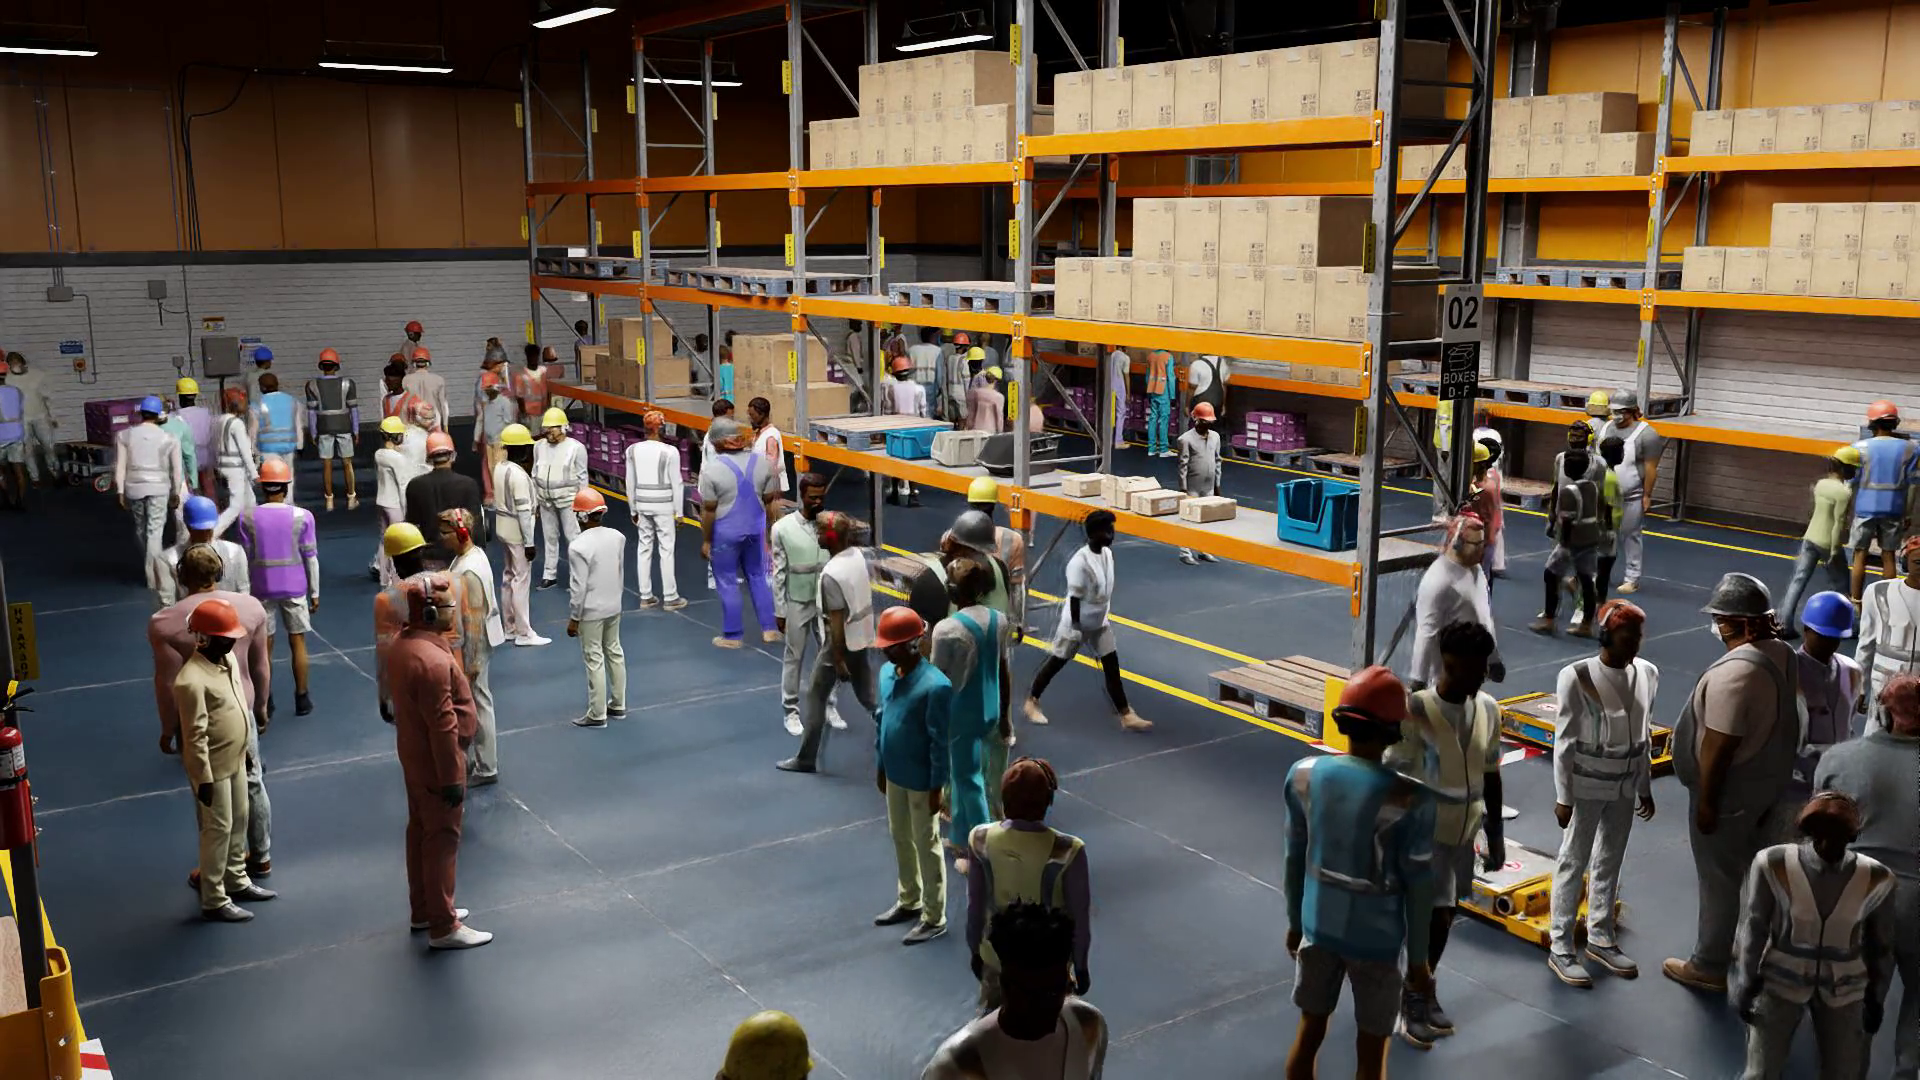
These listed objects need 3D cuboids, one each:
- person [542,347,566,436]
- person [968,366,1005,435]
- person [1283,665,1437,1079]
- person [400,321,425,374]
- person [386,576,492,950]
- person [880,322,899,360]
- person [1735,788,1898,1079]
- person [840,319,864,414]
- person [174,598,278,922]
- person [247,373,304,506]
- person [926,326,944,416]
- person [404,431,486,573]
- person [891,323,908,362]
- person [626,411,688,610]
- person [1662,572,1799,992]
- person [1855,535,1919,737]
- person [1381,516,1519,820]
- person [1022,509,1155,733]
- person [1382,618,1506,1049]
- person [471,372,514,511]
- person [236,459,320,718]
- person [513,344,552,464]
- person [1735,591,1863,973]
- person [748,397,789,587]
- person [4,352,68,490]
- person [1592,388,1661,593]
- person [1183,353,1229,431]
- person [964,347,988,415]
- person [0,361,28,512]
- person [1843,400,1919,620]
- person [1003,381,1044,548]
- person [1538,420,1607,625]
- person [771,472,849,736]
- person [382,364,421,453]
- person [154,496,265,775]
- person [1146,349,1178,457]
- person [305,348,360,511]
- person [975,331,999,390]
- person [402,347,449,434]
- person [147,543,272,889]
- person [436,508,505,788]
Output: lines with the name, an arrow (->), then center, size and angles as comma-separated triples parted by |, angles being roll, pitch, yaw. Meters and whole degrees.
person -> -6.490, -2.258, 26.455 | 0.286, 1.631, 0.501 | 8, 13, 35
person -> 0.323, -1.415, 21.864 | 0.570, 1.727, 0.563 | 9, 14, 40
person -> 1.517, 1.477, 6.341 | 0.609, 2.032, 0.435 | 10, 15, 43
person -> -8.922, -2.582, 27.221 | 0.411, 1.985, 0.611 | 1, 11, 3
person -> -2.649, 1.121, 8.460 | 0.405, 1.906, 0.652 | -7, 13, -33
person -> -1.340, -3.098, 30.260 | 0.403, 1.826, 0.591 | -8, 13, -34
person -> 3.207, 1.688, 6.280 | 0.536, 1.625, 0.523 | 4, 12, 19
person -> -2.005, -3.224, 30.927 | 0.439, 1.818, 0.653 | -3, 11, -14
person -> -3.871, 1.151, 8.746 | 0.355, 1.737, 0.573 | -1, 11, -3
person -> -8.292, -1.109, 20.088 | 0.557, 1.821, 0.650 | 10, 15, 42
person -> -0.466, -3.226, 30.915 | 0.429, 1.836, 0.632 | -4, 12, -18
person -> -4.205, 0.104, 13.560 | 0.661, 1.954, 0.814 | -2, 11, -10
person -> -1.123, -3.136, 30.397 | 0.389, 1.847, 0.563 | -2, 11, -13
person -> -2.860, -0.274, 15.664 | 0.576, 1.881, 0.354 | 4, 12, 21
person -> 3.702, 1.140, 8.018 | 0.679, 2.000, 0.535 | -8, 14, -37
person -> 5.586, 0.877, 9.802 | 0.574, 1.876, 0.355 | 6, 12, 26
person -> 3.084, 0.752, 10.453 | 0.958, 1.864, 0.634 | 8, 14, 35
person -> 0.899, 0.573, 11.979 | 0.982, 1.634, 0.535 | 8, 14, 36
person -> 2.176, 1.304, 7.410 | 0.622, 1.943, 0.525 | -5, 12, -25
person -> -5.920, -1.256, 21.073 | 0.573, 1.732, 0.456 | 9, 14, 39
person -> -5.029, 0.361, 12.317 | 0.550, 1.924, 0.387 | -4, 12, -18
person -> -5.902, -1.784, 23.262 | 0.493, 1.928, 0.685 | 9, 14, 39
person -> 4.071, 1.185, 8.035 | 0.605, 1.944, 0.403 | -4, 12, -19
person -> -1.928, -0.484, 16.679 | 0.401, 1.908, 0.597 | -4, 12, -19
person -> -12.581, -1.609, 22.464 | 0.678, 1.895, 0.442 | -9, 14, -38
person -> 6.485, -0.496, 16.392 | 0.536, 2.000, 0.684 | -8, 14, -36
person -> 3.466, -2.022, 24.202 | 0.710, 2.000, 0.836 | -8, 14, -37
person -> 0.237, -1.667, 22.672 | 0.377, 1.925, 0.594 | -2, 11, -10
person -> -11.920, -1.290, 20.773 | 0.430, 1.920, 0.552 | 5, 12, 25
person -> 8.398, -0.267, 15.247 | 0.613, 2.038, 0.408 | 4, 12, 18
person -> 0.665, -0.828, 18.471 | 0.404, 1.896, 0.660 | 7, 13, 33
person -> 5.591, -0.166, 15.135 | 0.521, 1.873, 0.328 | 10, 15, 43
person -> -1.065, 0.448, 11.920 | 0.590, 1.907, 0.405 | -6, 12, -27
person -> -6.654, -1.127, 19.846 | 0.607, 1.961, 0.370 | 7, 13, 31
person -> -4.937, 0.642, 10.952 | 0.606, 1.878, 1.046 | -8, 14, -36
person -> 3.092, -2.241, 25.634 | 0.390, 1.920, 0.587 | -8, 14, -35
person -> -7.880, -1.386, 20.939 | 0.608, 2.044, 0.370 | -4, 12, -19
person -> 0.371, -2.296, 25.868 | 0.372, 1.940, 0.630 | 6, 12, 26
person -> -7.035, -1.534, 21.852 | 0.620, 1.986, 0.409 | -4, 12, -18
person -> -4.098, 0.972, 9.141 | 0.375, 1.939, 0.628 | 10, 15, 41
person -> -3.169, 0.693, 10.840 | 0.394, 1.836, 0.559 | -4, 12, -18
